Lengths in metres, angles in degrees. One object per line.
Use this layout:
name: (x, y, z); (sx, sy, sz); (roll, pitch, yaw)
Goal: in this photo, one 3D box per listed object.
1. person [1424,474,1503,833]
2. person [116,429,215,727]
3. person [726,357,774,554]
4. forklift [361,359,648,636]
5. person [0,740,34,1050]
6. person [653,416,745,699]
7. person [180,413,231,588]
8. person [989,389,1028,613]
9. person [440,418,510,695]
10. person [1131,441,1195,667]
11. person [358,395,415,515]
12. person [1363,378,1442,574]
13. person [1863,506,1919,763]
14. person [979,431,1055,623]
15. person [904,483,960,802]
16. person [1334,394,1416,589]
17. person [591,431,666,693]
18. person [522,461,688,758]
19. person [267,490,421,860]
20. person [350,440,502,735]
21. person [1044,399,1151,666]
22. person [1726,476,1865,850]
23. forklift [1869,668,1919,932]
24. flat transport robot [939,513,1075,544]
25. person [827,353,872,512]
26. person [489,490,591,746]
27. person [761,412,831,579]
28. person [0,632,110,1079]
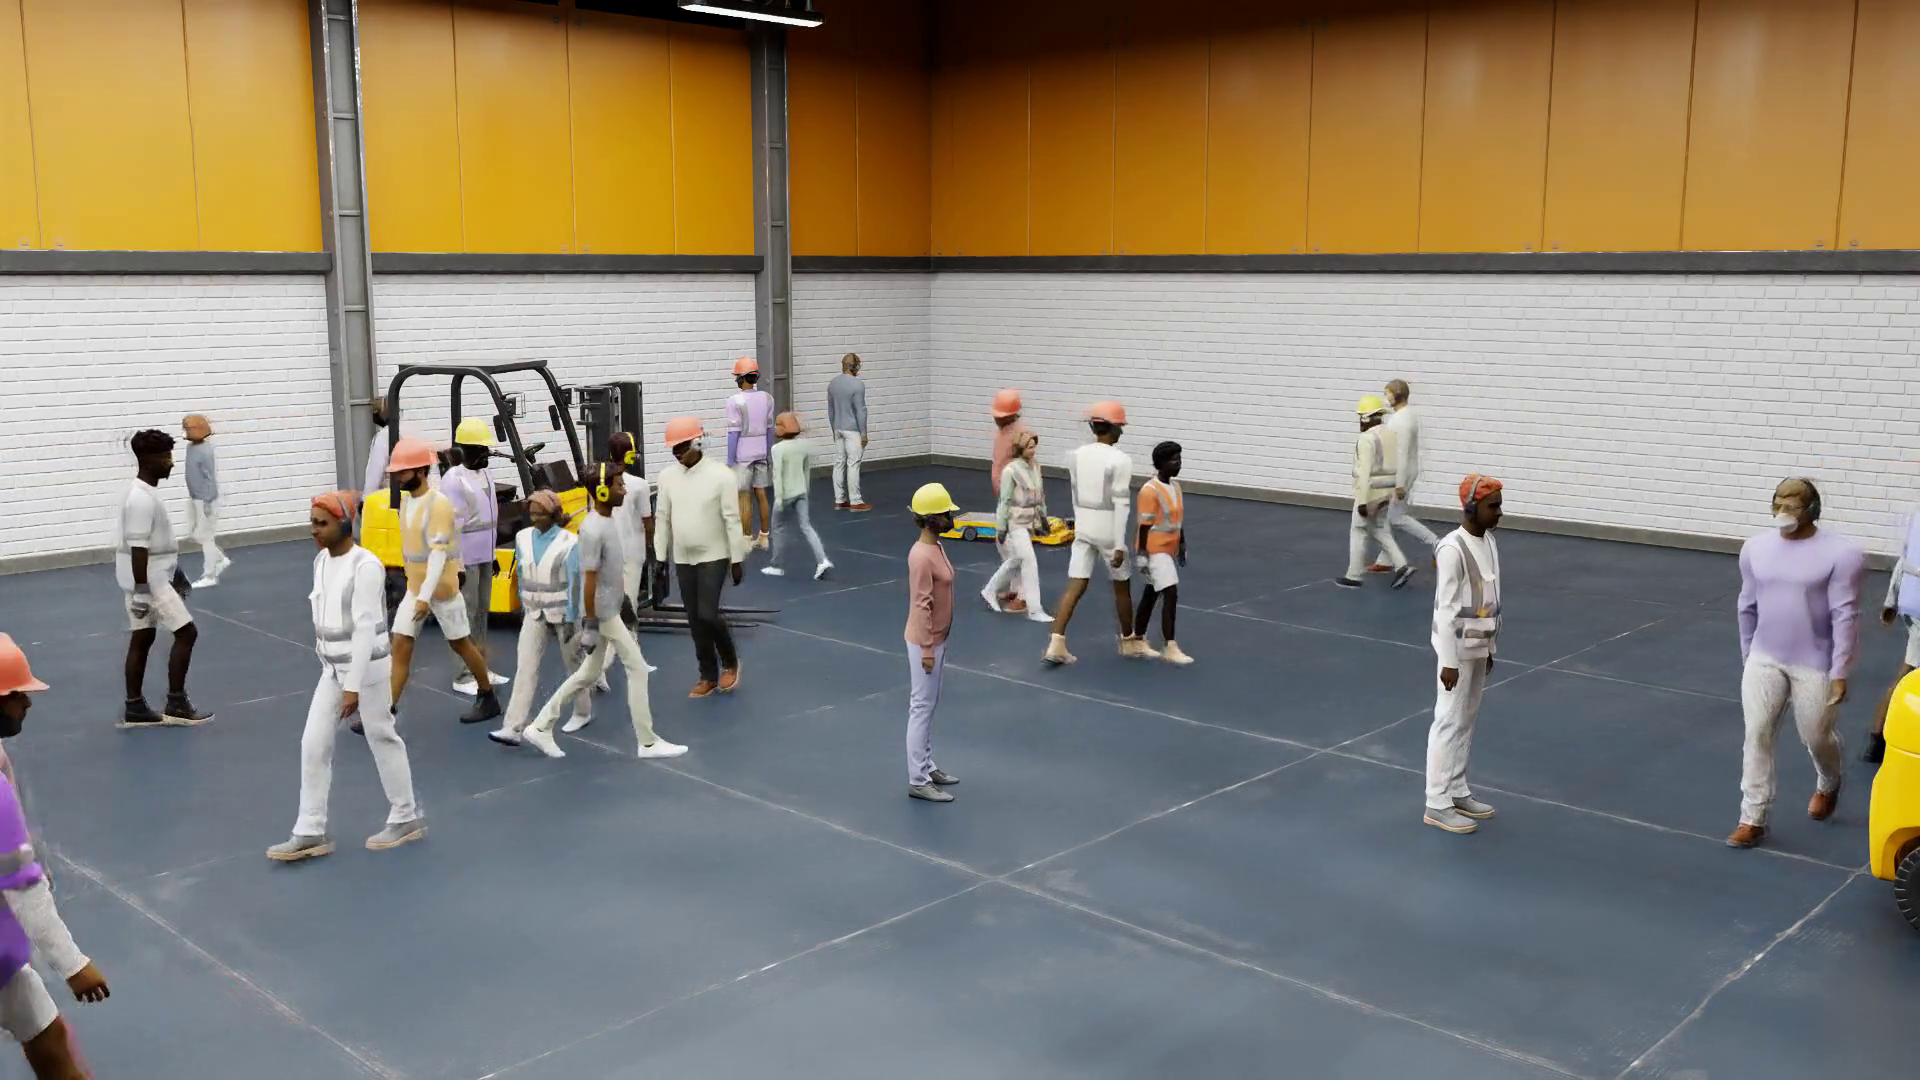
person: (2.676, 0.585, 8.800); (0.337, 1.882, 0.585); (7, 11, 36)
person: (-5.130, 0.249, 10.717); (0.678, 1.937, 0.609); (-6, 11, -31)
person: (-2.206, -0.879, 17.294); (0.374, 2.043, 0.611); (8, 12, 39)
forklift: (-3.850, -0.407, 13.936); (2.313, 2.155, 1.214); (2, 9, 11)
person: (-3.404, 1.196, 5.564); (0.868, 1.708, 0.561); (-2, 9, -12)
person: (-1.789, 0.125, 11.402); (0.619, 1.962, 0.453); (4, 10, 23)
person: (-7.041, -0.367, 15.411); (0.361, 1.621, 0.518); (-8, 13, -42)
person: (0.438, -0.334, 14.243); (0.510, 1.946, 0.658); (-3, 10, -17)
person: (-3.371, 0.108, 11.601); (0.381, 1.924, 0.593); (2, 9, 10)
person: (1.567, 0.098, 12.393); (0.714, 1.669, 0.547); (5, 11, 30)
person: (-5.231, -0.381, 14.930); (0.692, 1.821, 0.635); (-1, 9, -5)
person: (4.297, -0.596, 15.956); (0.737, 1.915, 0.634); (2, 10, 15)
person: (5.837, 0.421, 9.825); (0.891, 1.875, 0.625); (0, 9, 3)
person: (0.463, -0.131, 14.042); (0.782, 1.607, 0.514); (5, 11, 30)
person: (-0.155, 0.562, 9.294); (0.300, 1.772, 0.532); (1, 9, 6)
person: (3.817, -0.428, 15.243); (0.608, 1.808, 0.632); (-9, 13, -43)
person: (-2.392, 0.150, 11.711); (0.542, 1.835, 0.915); (5, 10, 26)
person: (-2.173, 0.429, 9.956); (0.939, 1.826, 0.517); (-2, 9, -11)
person: (-3.108, 0.689, 8.271); (0.593, 1.851, 0.870); (7, 12, 37)
person: (-3.393, 0.299, 10.577); (0.552, 1.882, 1.015); (7, 12, 37)
person: (1.023, -0.051, 12.402); (0.607, 2.002, 1.018); (8, 13, 42)
person: (4.332, 0.608, 8.592); (0.886, 1.915, 0.631); (-8, 12, -41)
forklift: (5.205, 0.723, 7.013); (2.313, 2.155, 1.214); (9, 13, 43)
flat transport robot: (0.518, -0.139, 18.175); (1.431, 0.197, 0.652); (4, 10, 21)
person: (-1.351, -1.308, 20.269); (0.372, 1.933, 0.627); (-9, 13, -44)
person: (-2.571, 0.481, 10.314); (0.526, 1.583, 0.888); (4, 10, 21)
person: (-1.564, -0.423, 15.849); (0.795, 1.603, 0.513); (8, 12, 39)
person: (-2.829, 1.207, 4.978); (1.015, 1.875, 0.556); (-7, 12, -38)
